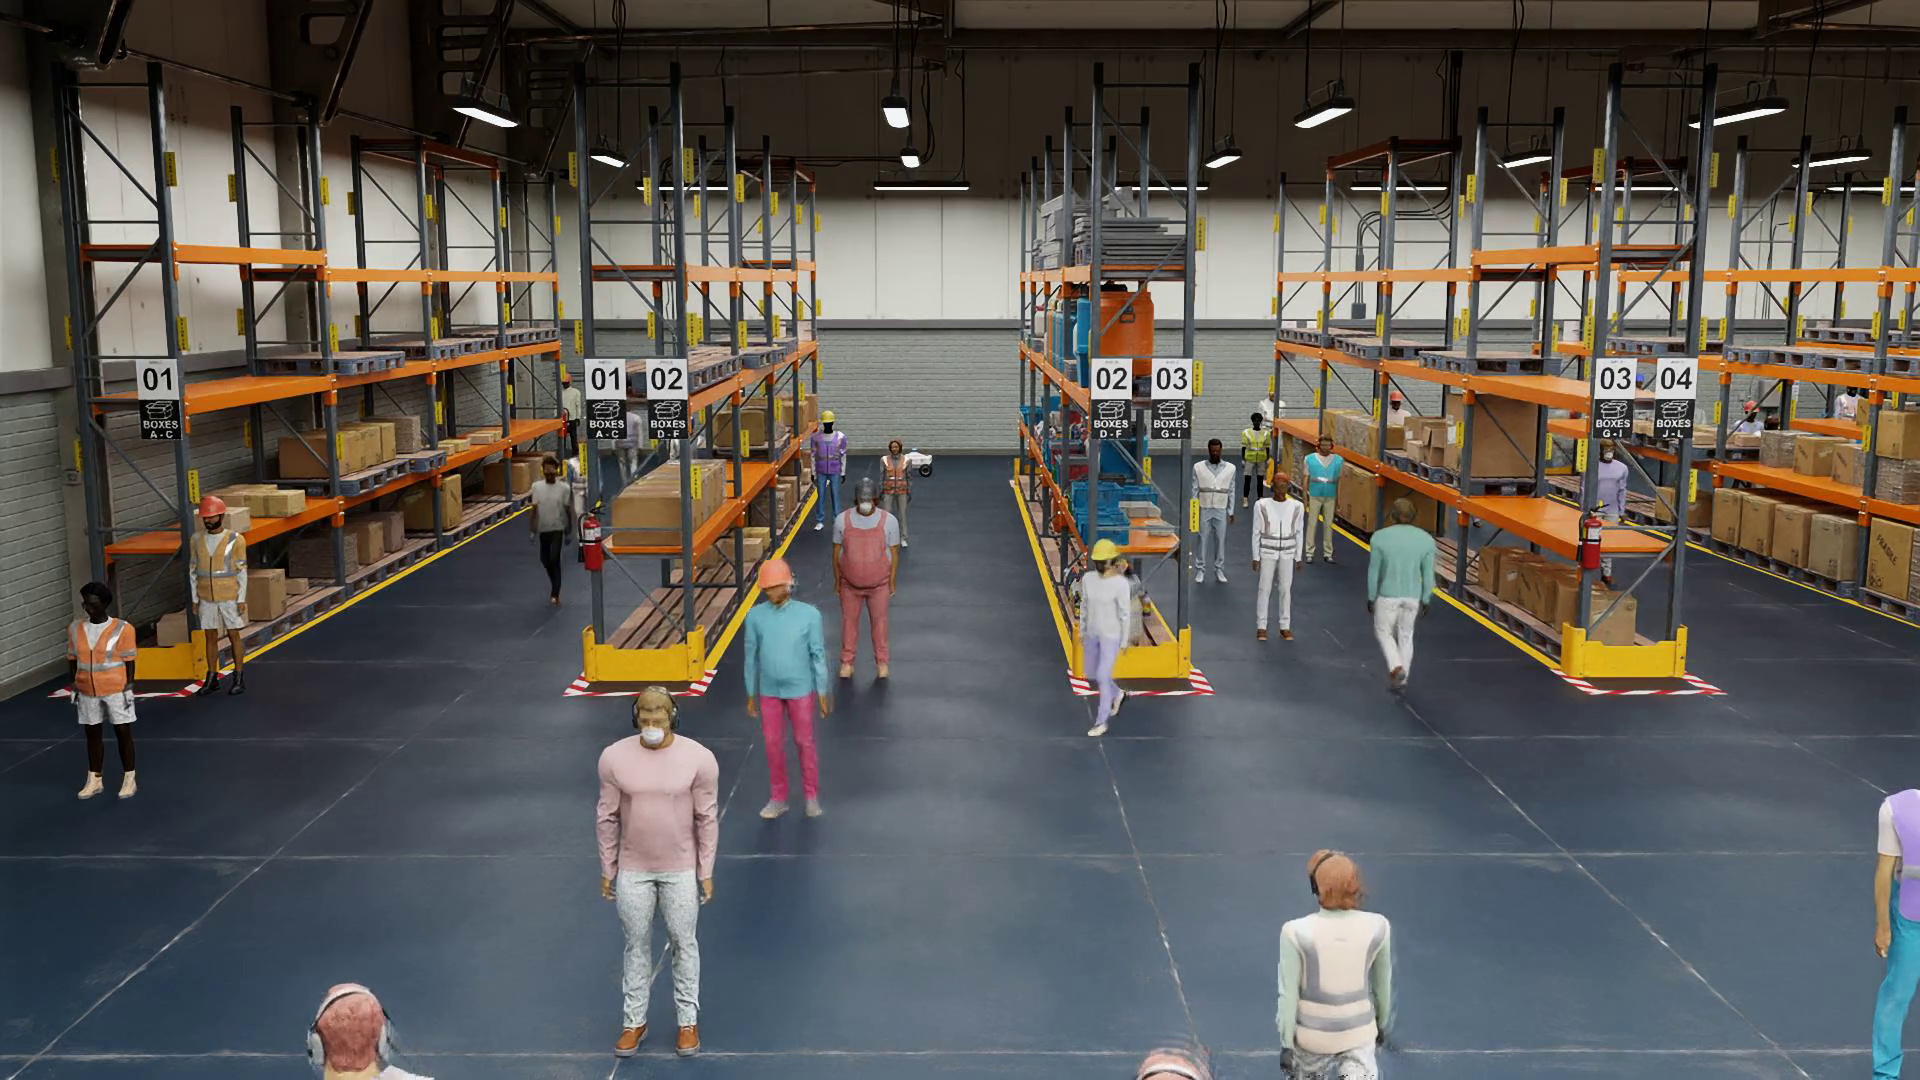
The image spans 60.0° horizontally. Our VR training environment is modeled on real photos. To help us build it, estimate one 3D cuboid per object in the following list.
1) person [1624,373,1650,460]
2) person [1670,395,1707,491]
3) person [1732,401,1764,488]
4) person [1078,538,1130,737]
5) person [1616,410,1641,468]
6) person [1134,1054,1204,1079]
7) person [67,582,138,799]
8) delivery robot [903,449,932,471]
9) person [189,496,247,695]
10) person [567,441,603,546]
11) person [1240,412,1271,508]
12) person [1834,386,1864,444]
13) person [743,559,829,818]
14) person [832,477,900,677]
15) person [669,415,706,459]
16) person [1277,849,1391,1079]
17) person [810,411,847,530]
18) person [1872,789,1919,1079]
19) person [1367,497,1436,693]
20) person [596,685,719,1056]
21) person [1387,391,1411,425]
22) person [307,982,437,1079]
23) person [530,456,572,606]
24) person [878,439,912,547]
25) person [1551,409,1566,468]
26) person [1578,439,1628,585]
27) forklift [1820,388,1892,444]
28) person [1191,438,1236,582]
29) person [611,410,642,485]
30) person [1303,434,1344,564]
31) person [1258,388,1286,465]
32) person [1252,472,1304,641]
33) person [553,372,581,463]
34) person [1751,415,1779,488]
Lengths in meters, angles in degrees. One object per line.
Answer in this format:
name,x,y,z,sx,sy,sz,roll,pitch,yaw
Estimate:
person,15.120,-2.759,37.188,0.605,1.948,0.384,0,9,-1
person,13.891,-1.887,31.756,0.604,1.903,1.011,-2,9,-15
person,13.575,-1.430,28.670,0.544,1.939,0.354,0,9,-1
person,1.309,0.832,14.701,0.575,1.750,0.527,-9,12,-44
person,14.317,-2.363,35.720,0.722,1.615,0.500,5,10,30
person,0.606,2.330,4.815,0.658,1.845,0.992,6,10,32
person,-6.602,1.156,12.815,0.534,1.697,0.318,0,9,-1
delivery robot,-0.936,-1.622,34.038,0.707,0.478,0.477,0,9,0
person,-7.148,0.536,16.027,0.544,1.939,0.354,0,9,-1
person,-5.655,-0.702,25.089,0.529,1.595,0.847,-2,9,-13
person,5.194,-1.398,29.243,0.534,1.697,0.318,0,9,-1
person,18.985,-2.445,35.510,0.627,1.844,0.429,0,9,-1
person,-1.283,1.103,12.348,0.650,1.963,0.540,2,9,10
person,-0.950,0.377,16.718,0.684,2.000,0.538,0,9,-1
person,-4.211,-0.992,25.824,0.605,1.948,0.384,0,9,-1
person,1.594,2.105,7.047,0.532,1.600,0.863,-1,9,-7
person,-2.110,-1.110,26.648,0.587,1.928,0.362,0,9,-1
person,4.661,1.832,7.982,0.567,1.846,0.389,0,9,-1
person,4.244,0.554,15.963,0.630,1.920,0.561,0,9,-1
person,-1.553,1.695,8.570,0.632,1.940,0.372,0,9,-1
person,7.937,-1.735,30.452,0.611,1.995,0.375,0,9,-1
person,-1.872,2.272,5.113,0.655,1.858,0.959,-7,11,-40
person,-5.074,-0.144,20.704,0.508,1.849,0.830,0,9,0
person,-0.971,-0.705,24.963,0.513,1.641,0.307,0,9,-1
person,11.967,-2.066,33.392,0.346,1.730,0.504,6,11,34
person,8.438,-0.368,21.841,0.632,1.940,0.372,0,9,-1
forklift,20.072,-3.110,36.462,1.873,2.768,1.129,0,9,0
person,3.357,-0.394,22.071,0.593,1.920,0.391,0,9,-1
person,-6.326,-1.815,31.557,0.594,1.816,0.543,-3,9,-16
person,5.125,-0.584,23.525,0.567,1.846,0.389,0,9,-1
person,6.515,-2.327,34.780,0.589,1.833,0.404,0,9,-1
person,3.523,0.185,18.462,0.576,1.882,0.355,0,9,-1
person,-8.652,-2.694,36.621,0.611,1.995,0.375,0,9,-1
person,12.983,-1.083,26.752,0.627,1.844,0.429,0,9,-1
